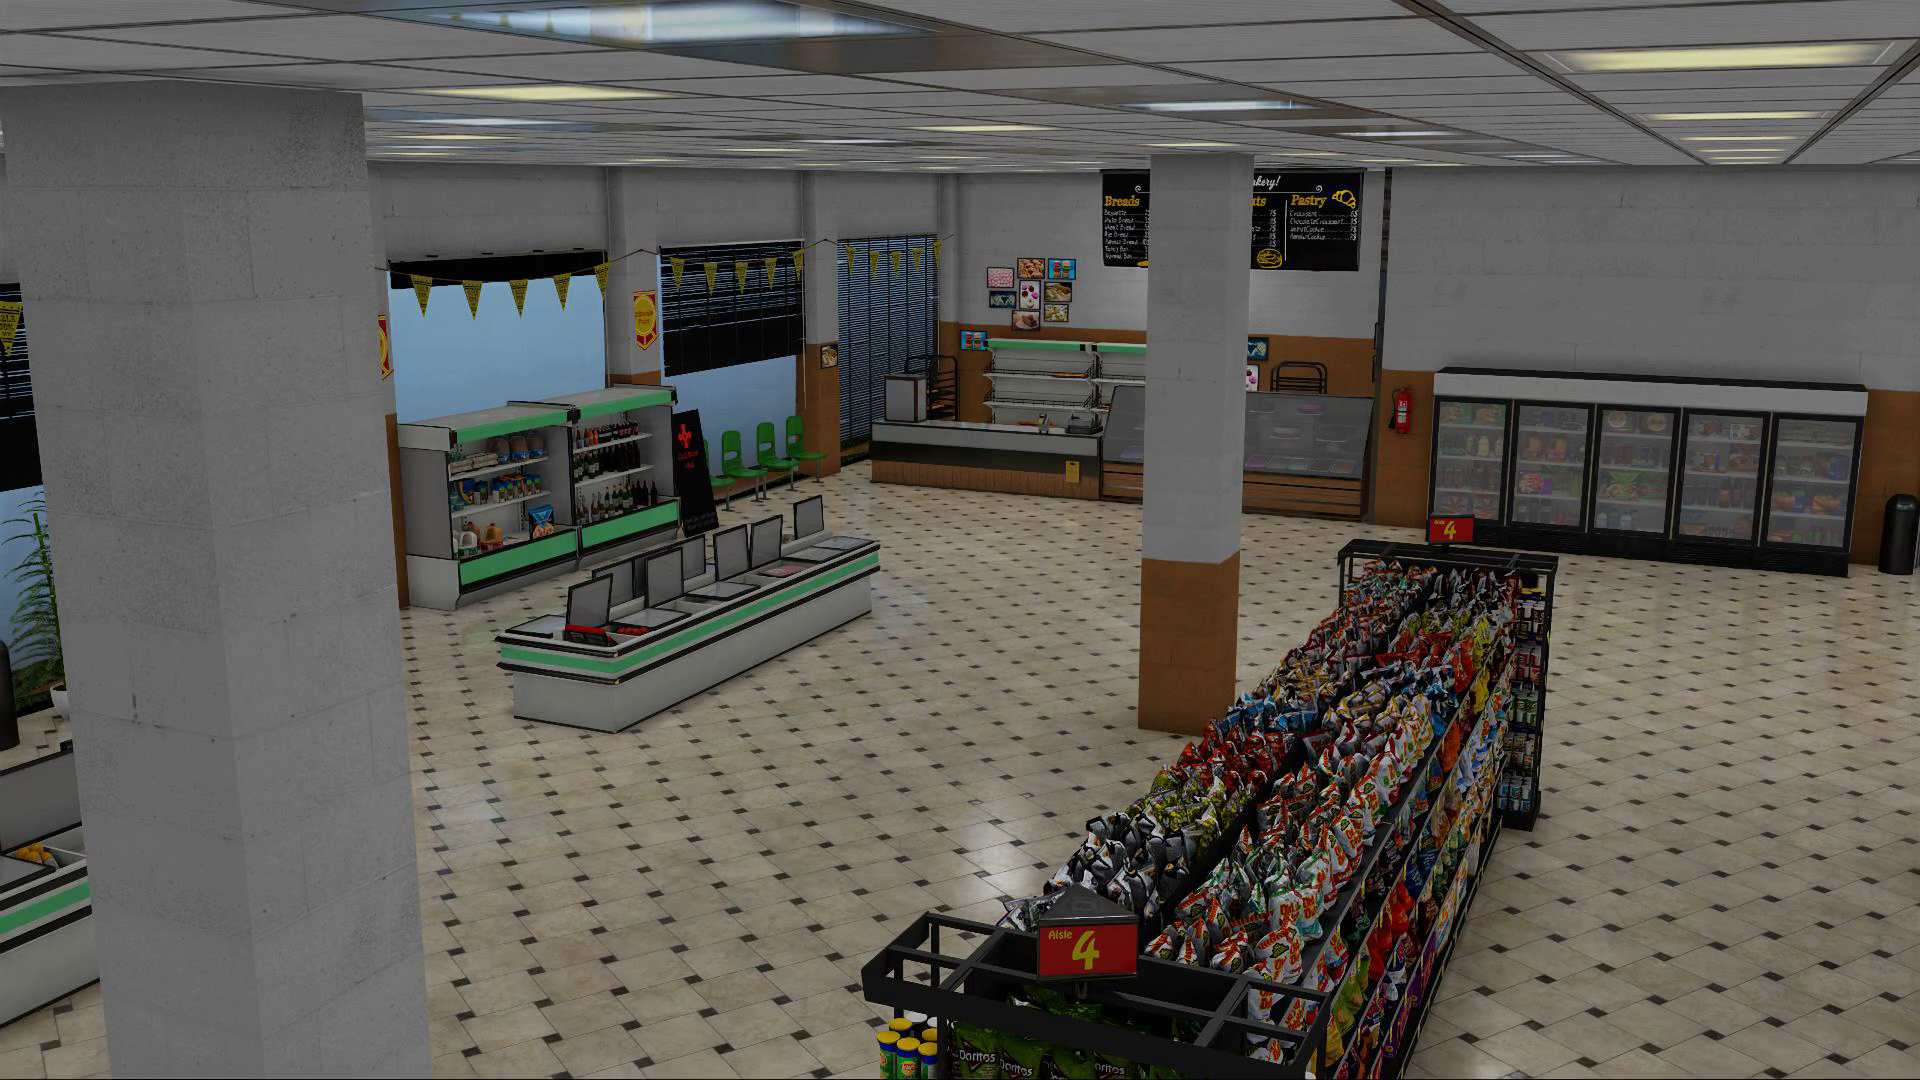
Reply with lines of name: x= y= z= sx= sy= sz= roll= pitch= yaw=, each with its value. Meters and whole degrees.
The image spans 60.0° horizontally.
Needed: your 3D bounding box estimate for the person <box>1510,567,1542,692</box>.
person: x=4.656 y=0.962 z=14.068 sx=0.847 sy=1.692 sz=0.809 roll=-2 pitch=12 yaw=-10
